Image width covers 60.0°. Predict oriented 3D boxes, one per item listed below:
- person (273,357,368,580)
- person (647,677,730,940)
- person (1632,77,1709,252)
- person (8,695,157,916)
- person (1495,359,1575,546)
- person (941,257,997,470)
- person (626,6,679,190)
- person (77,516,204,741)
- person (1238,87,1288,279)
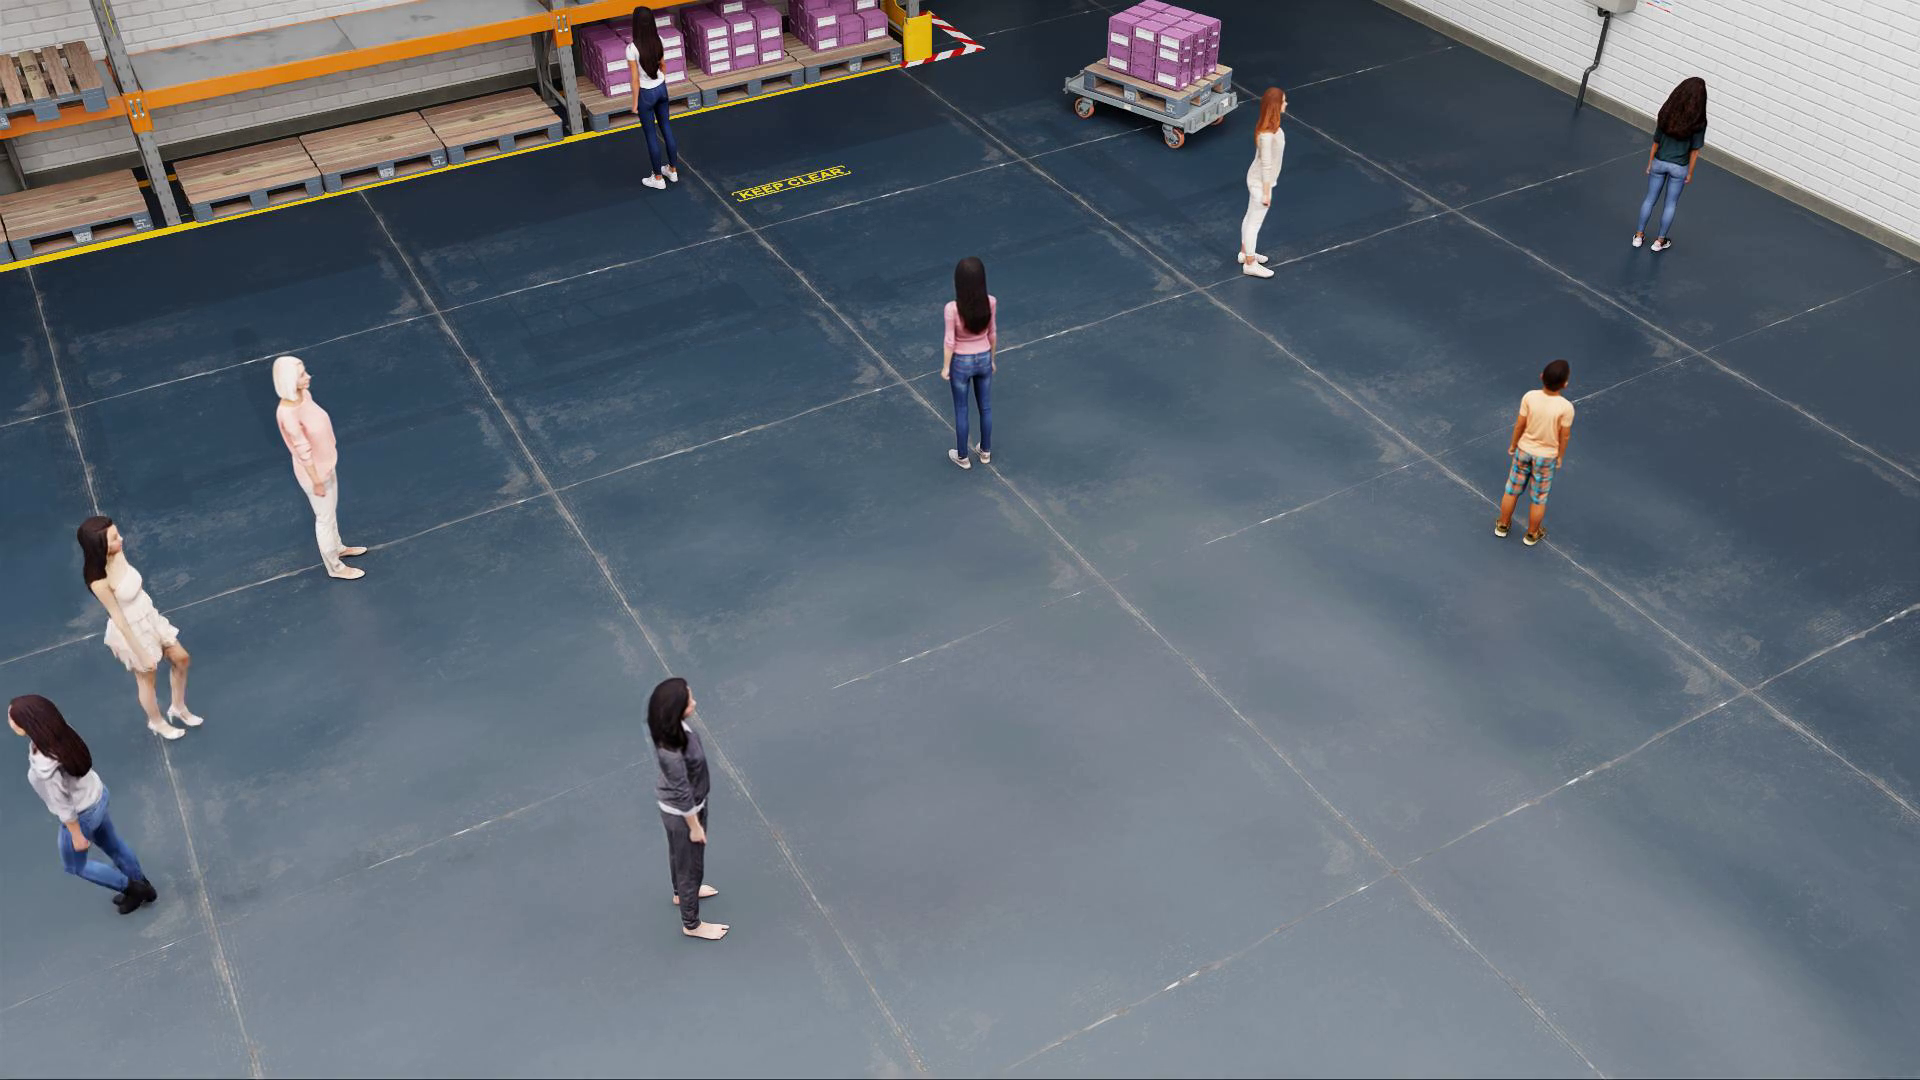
[{"bbox_3d":[-4.364,-0.503,11.255,0.635,1.726,0.668,-7,39,-8],"label":"person"},{"bbox_3d":[-1.473,1.406,8.834,0.587,1.764,0.642,-11,40,-14],"label":"person"},{"bbox_3d":[6.389,-3.379,14.944,0.696,1.616,0.721,24,45,27],"label":"person"},{"bbox_3d":[-4.615,1.432,8.919,0.671,1.617,0.689,-9,39,-11],"label":"person"},{"bbox_3d":[4.025,-0.613,11.605,0.603,1.461,0.617,21,43,25],"label":"person"},{"bbox_3d":[0.079,-1.304,12.245,0.494,1.742,0.662,-13,41,-16],"label":"person"},{"bbox_3d":[-2.932,-4.225,15.877,0.714,1.775,0.568,28,46,30],"label":"person"},{"bbox_3d":[-4.995,0.575,9.906,0.725,1.725,0.684,-1,39,-1],"label":"person"},{"bbox_3d":[2.637,-3.146,14.575,0.728,1.713,0.698,4,39,5],"label":"person"}]
